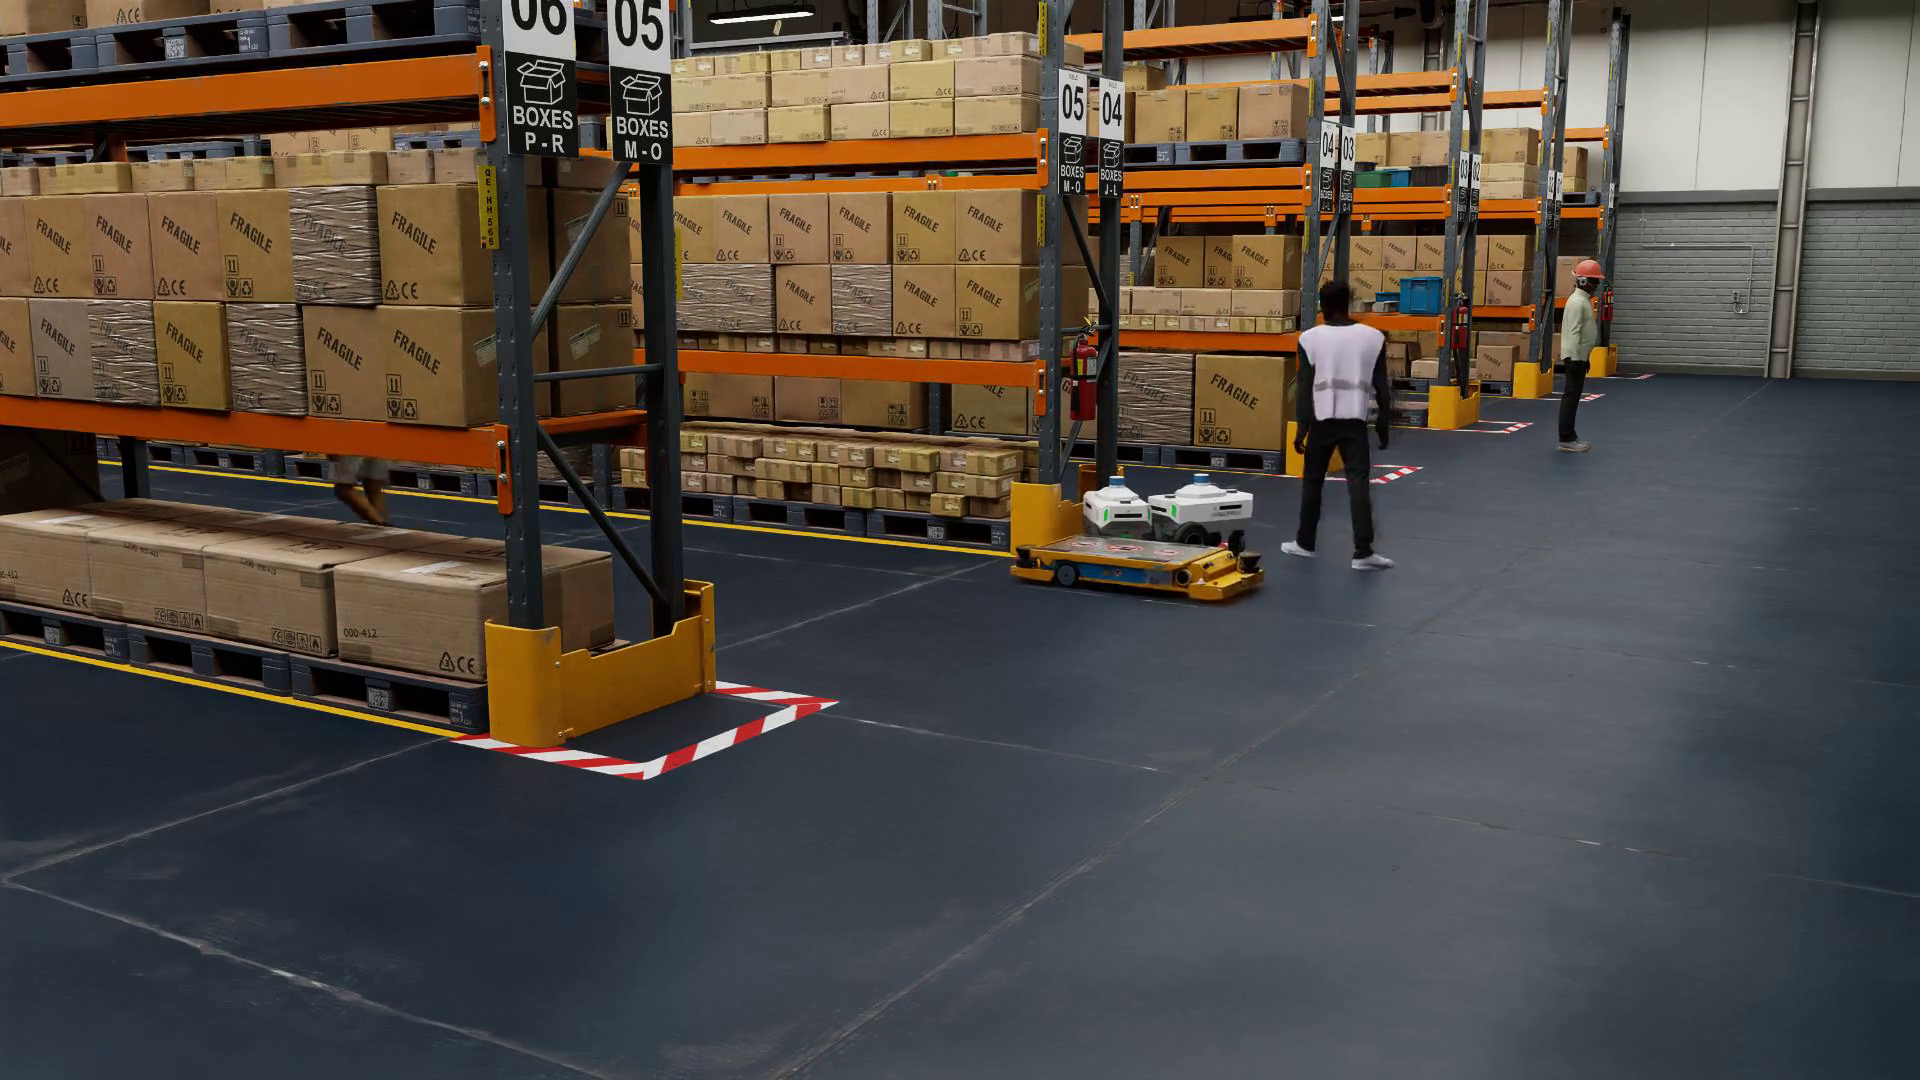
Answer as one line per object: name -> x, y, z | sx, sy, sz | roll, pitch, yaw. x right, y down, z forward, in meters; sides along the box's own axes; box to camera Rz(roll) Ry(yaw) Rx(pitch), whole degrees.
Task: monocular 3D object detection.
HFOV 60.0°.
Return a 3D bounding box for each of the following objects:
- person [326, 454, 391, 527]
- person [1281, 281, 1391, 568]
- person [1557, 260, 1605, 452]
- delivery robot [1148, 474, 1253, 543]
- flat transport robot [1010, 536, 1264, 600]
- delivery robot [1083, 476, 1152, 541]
person -> -3.714, -0.704, 10.458 | 0.554, 1.917, 0.559 | 7, 12, 35
person -> 2.541, -0.768, 11.021 | 0.646, 1.869, 0.719 | 0, 10, 2
person -> 6.478, -1.918, 17.373 | 0.403, 1.987, 0.609 | 5, 11, 25
delivery robot -> 1.633, -0.206, 11.260 | 0.707, 0.478, 0.477 | -5, 11, -28
flat transport robot -> 1.088, 0.150, 10.279 | 1.431, 0.197, 0.652 | 6, 11, 31
delivery robot -> 1.050, -0.187, 11.146 | 0.477, 0.478, 0.707 | -1, 10, -7
